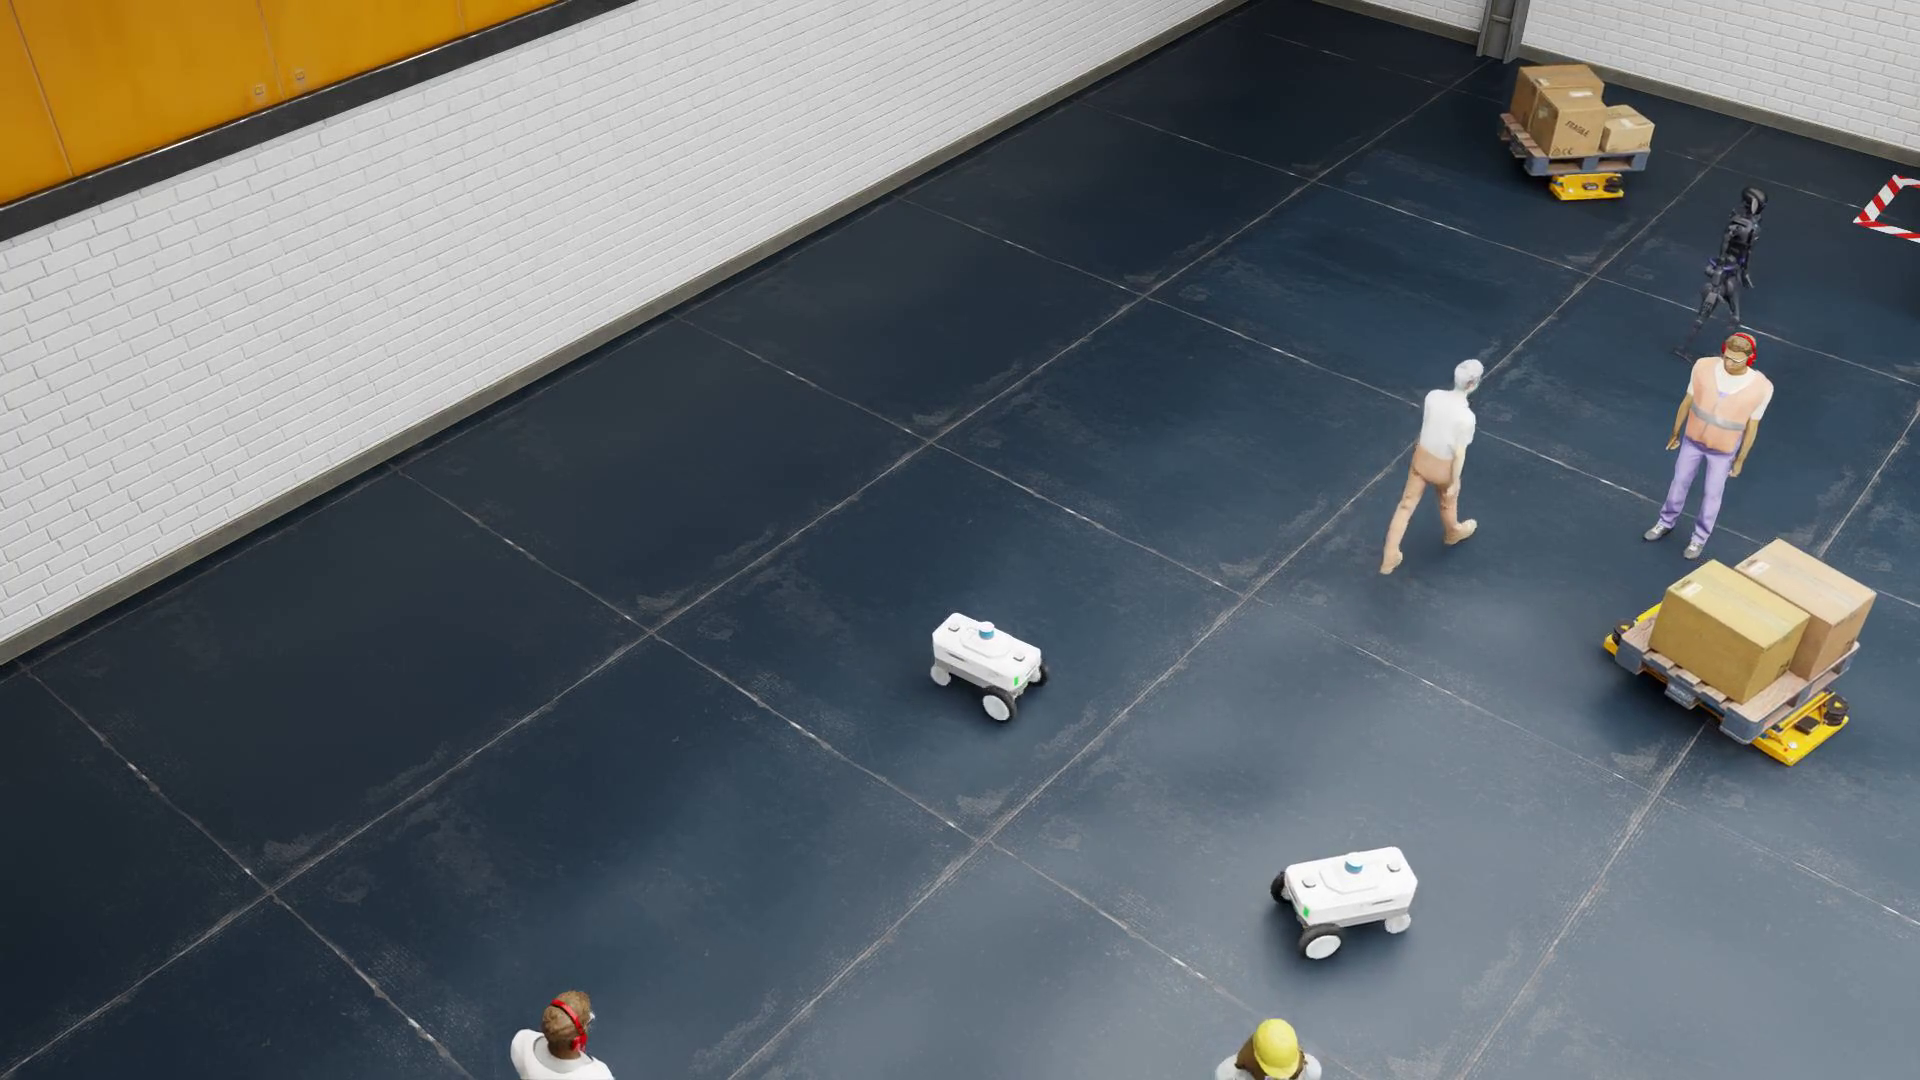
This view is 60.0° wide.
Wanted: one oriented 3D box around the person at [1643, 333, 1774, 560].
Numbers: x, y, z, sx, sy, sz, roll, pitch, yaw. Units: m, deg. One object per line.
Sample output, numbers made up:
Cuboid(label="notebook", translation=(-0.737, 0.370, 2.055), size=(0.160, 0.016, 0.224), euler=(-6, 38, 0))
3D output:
Cuboid(label="person", translation=(5.379, -0.702, 11.909), size=(0.559, 1.836, 0.376), euler=(30, 48, 32))

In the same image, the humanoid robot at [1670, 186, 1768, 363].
Cuboid(label="humanoid robot", translation=(6.413, -2.174, 13.867), size=(0.583, 1.642, 0.538), euler=(-29, 47, -31))

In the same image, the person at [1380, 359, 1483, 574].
Cuboid(label="person", translation=(3.415, -0.560, 11.847), size=(0.926, 1.686, 0.503), euler=(-24, 45, -27))

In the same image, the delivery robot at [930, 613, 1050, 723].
Cuboid(label="delivery robot", translation=(0.202, 0.818, 11.059), size=(0.790, 0.614, 0.499), euler=(23, 44, 26))

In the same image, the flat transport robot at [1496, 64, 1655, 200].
Cuboid(label="flat transport robot", translation=(6.242, -3.911, 17.141), size=(0.659, 0.231, 1.431), euler=(-4, 39, -5))

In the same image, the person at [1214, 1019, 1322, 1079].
Cuboid(label="person", translation=(1.376, 2.817, 7.630), size=(0.510, 1.707, 0.833), euler=(1, 39, 1))

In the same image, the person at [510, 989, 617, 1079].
Cuboid(label="person", translation=(-1.743, 2.731, 7.653), size=(0.563, 1.833, 0.404), euler=(19, 43, 22))

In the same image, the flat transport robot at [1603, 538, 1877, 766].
Cuboid(label="flat transport robot", translation=(5.130, 0.912, 11.155), size=(0.659, 0.231, 1.431), euler=(-25, 45, -28))

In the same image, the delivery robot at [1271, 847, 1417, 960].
Cuboid(label="delivery robot", translation=(2.222, 2.019, 9.537), size=(0.759, 0.575, 0.499), euler=(-8, 40, -10))
